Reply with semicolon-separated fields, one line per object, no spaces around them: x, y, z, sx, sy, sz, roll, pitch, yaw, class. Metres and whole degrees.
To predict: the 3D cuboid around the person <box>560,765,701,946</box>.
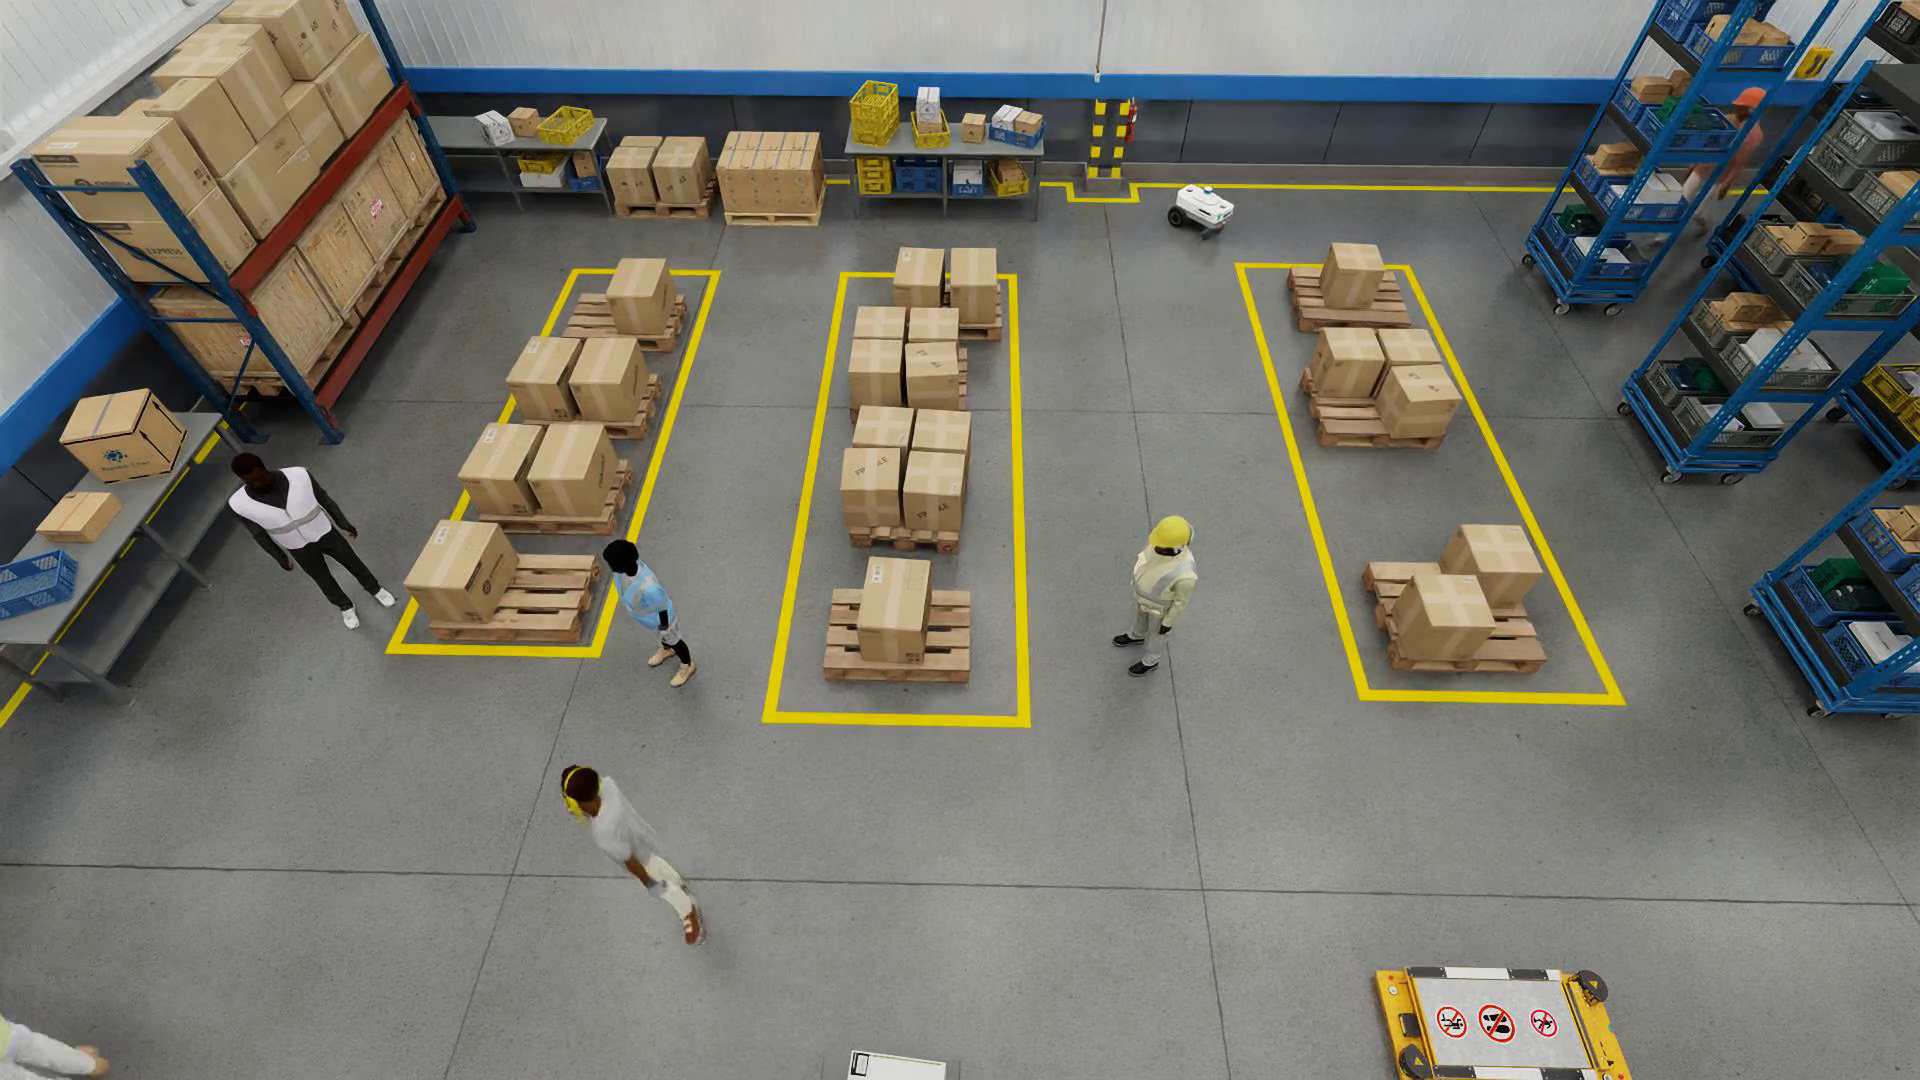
-2.048;2.041;5.810;0.379;1.830;0.702;-20;54;-16;person

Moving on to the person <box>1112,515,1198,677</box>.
1.518;0.425;7.121;0.403;1.833;0.588;-12;52;-10;person

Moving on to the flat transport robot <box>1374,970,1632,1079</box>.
3.501;3.133;5.914;1.431;0.197;0.652;1;51;1;flat transport robot

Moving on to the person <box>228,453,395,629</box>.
-5.272;-0.024;7.433;0.599;1.916;0.376;-38;60;-26;person

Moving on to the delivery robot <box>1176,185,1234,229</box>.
3.124;-4.273;11.711;0.477;0.478;0.707;-37;60;-26;delivery robot

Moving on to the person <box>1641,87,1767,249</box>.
9.014;-4.371;10.954;0.644;1.958;0.641;-8;51;-6;person

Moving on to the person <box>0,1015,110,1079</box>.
-5.536;2.891;5.131;0.468;1.806;0.679;-12;52;-10;person

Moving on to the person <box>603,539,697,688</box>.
-2.402;0.554;7.103;0.532;1.696;0.319;37;60;26;person
